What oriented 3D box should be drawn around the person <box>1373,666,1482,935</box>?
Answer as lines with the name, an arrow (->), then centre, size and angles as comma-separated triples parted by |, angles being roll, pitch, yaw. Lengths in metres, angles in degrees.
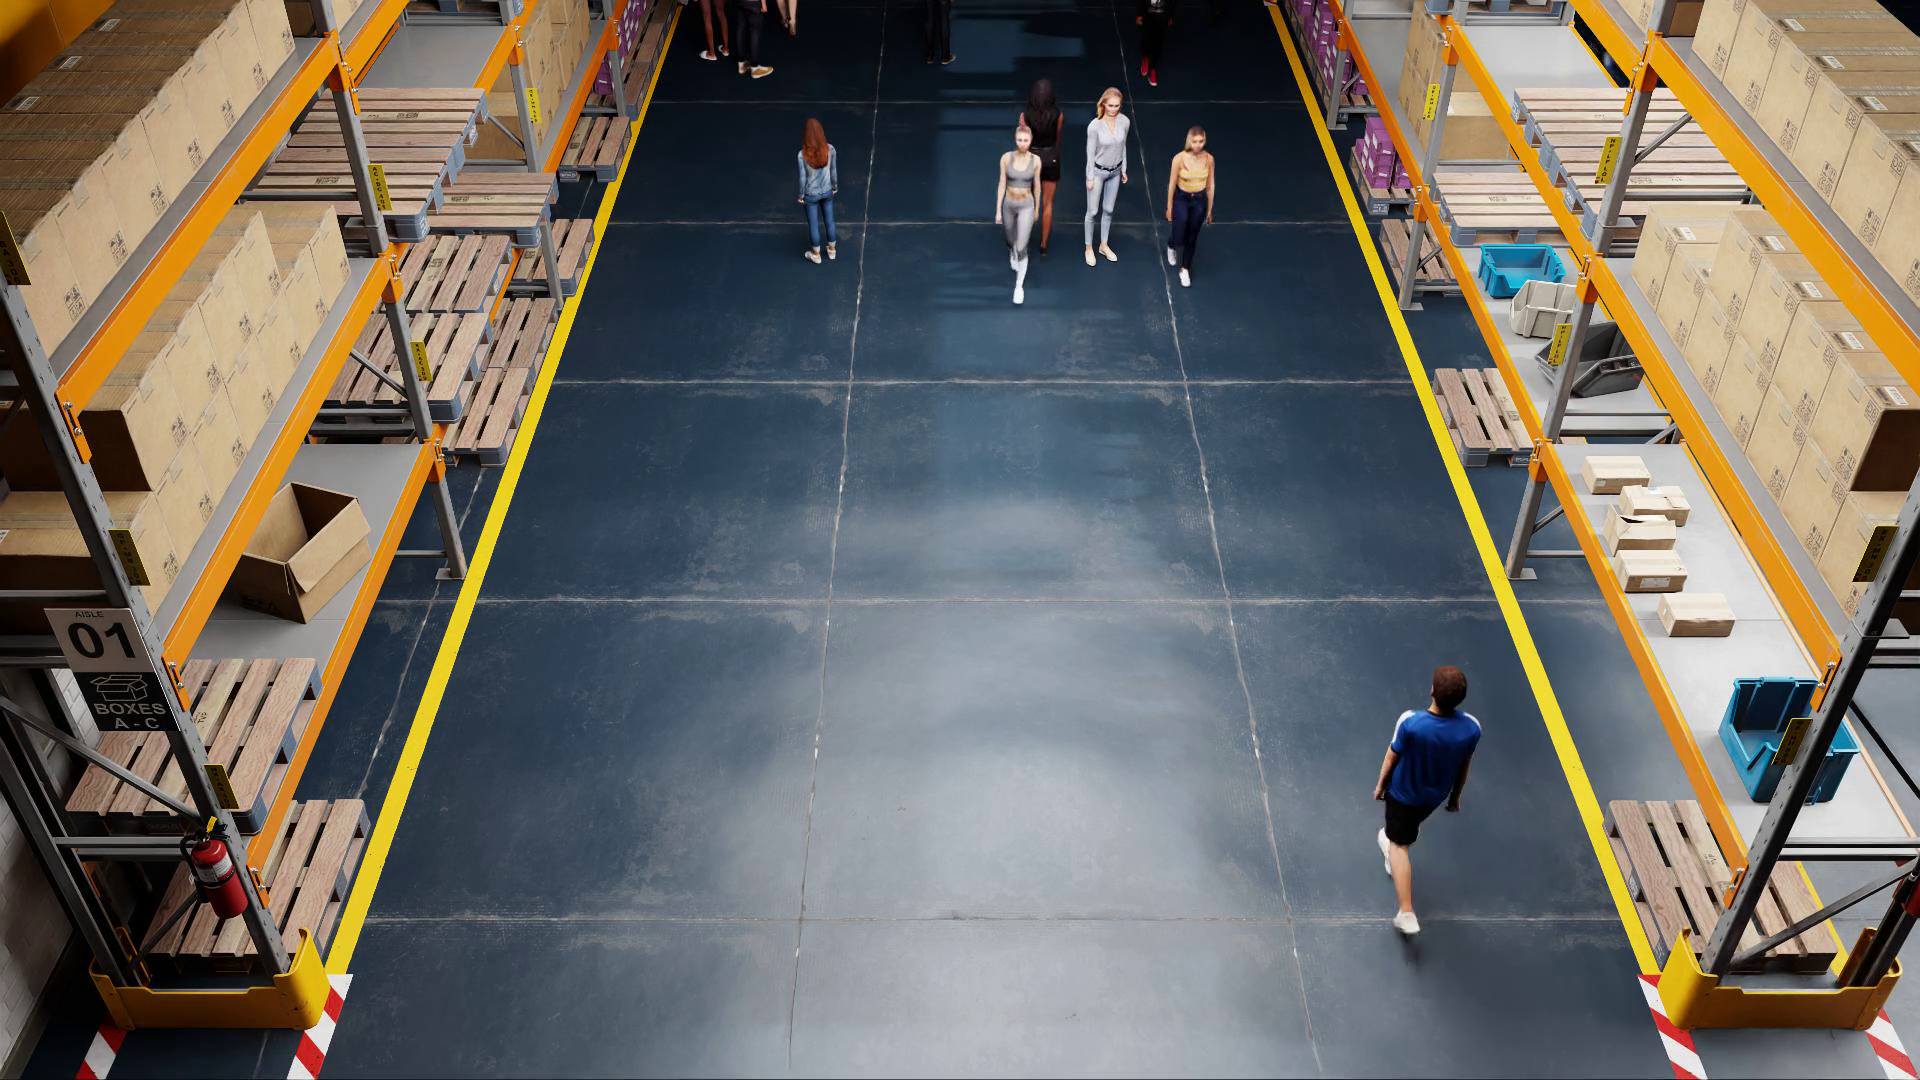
person -> 2.701, 1.522, 9.742 | 0.696, 1.837, 1.176 | -2, 39, -2

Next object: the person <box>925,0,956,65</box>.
person -> -0.286, -6.614, 19.987 | 0.699, 1.765, 0.610 | 6, 39, 8

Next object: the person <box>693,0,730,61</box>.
person -> -3.038, -6.681, 20.105 | 0.701, 1.723, 0.745 | -28, 47, -31

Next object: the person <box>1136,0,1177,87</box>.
person -> 2.291, -6.223, 19.579 | 0.611, 1.664, 0.665 | 0, 39, -1

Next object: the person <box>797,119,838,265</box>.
person -> -1.379, -3.396, 16.189 | 0.639, 1.478, 0.643 | -18, 42, -21

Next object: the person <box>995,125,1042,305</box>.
person -> 0.547, -3.145, 15.713 | 0.658, 1.679, 1.088 | 4, 39, 5

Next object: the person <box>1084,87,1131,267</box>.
person -> 1.399, -3.538, 16.113 | 0.656, 1.794, 0.634 | -14, 41, -17

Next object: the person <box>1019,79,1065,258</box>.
person -> 0.810, -3.602, 16.288 | 0.598, 1.675, 1.179 | 0, 39, 0

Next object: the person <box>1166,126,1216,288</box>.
person -> 2.166, -3.219, 15.853 | 0.632, 1.620, 0.730 | -5, 39, -6

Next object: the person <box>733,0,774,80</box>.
person -> -2.509, -6.417, 19.641 | 0.722, 1.888, 0.757 | 27, 46, 29
